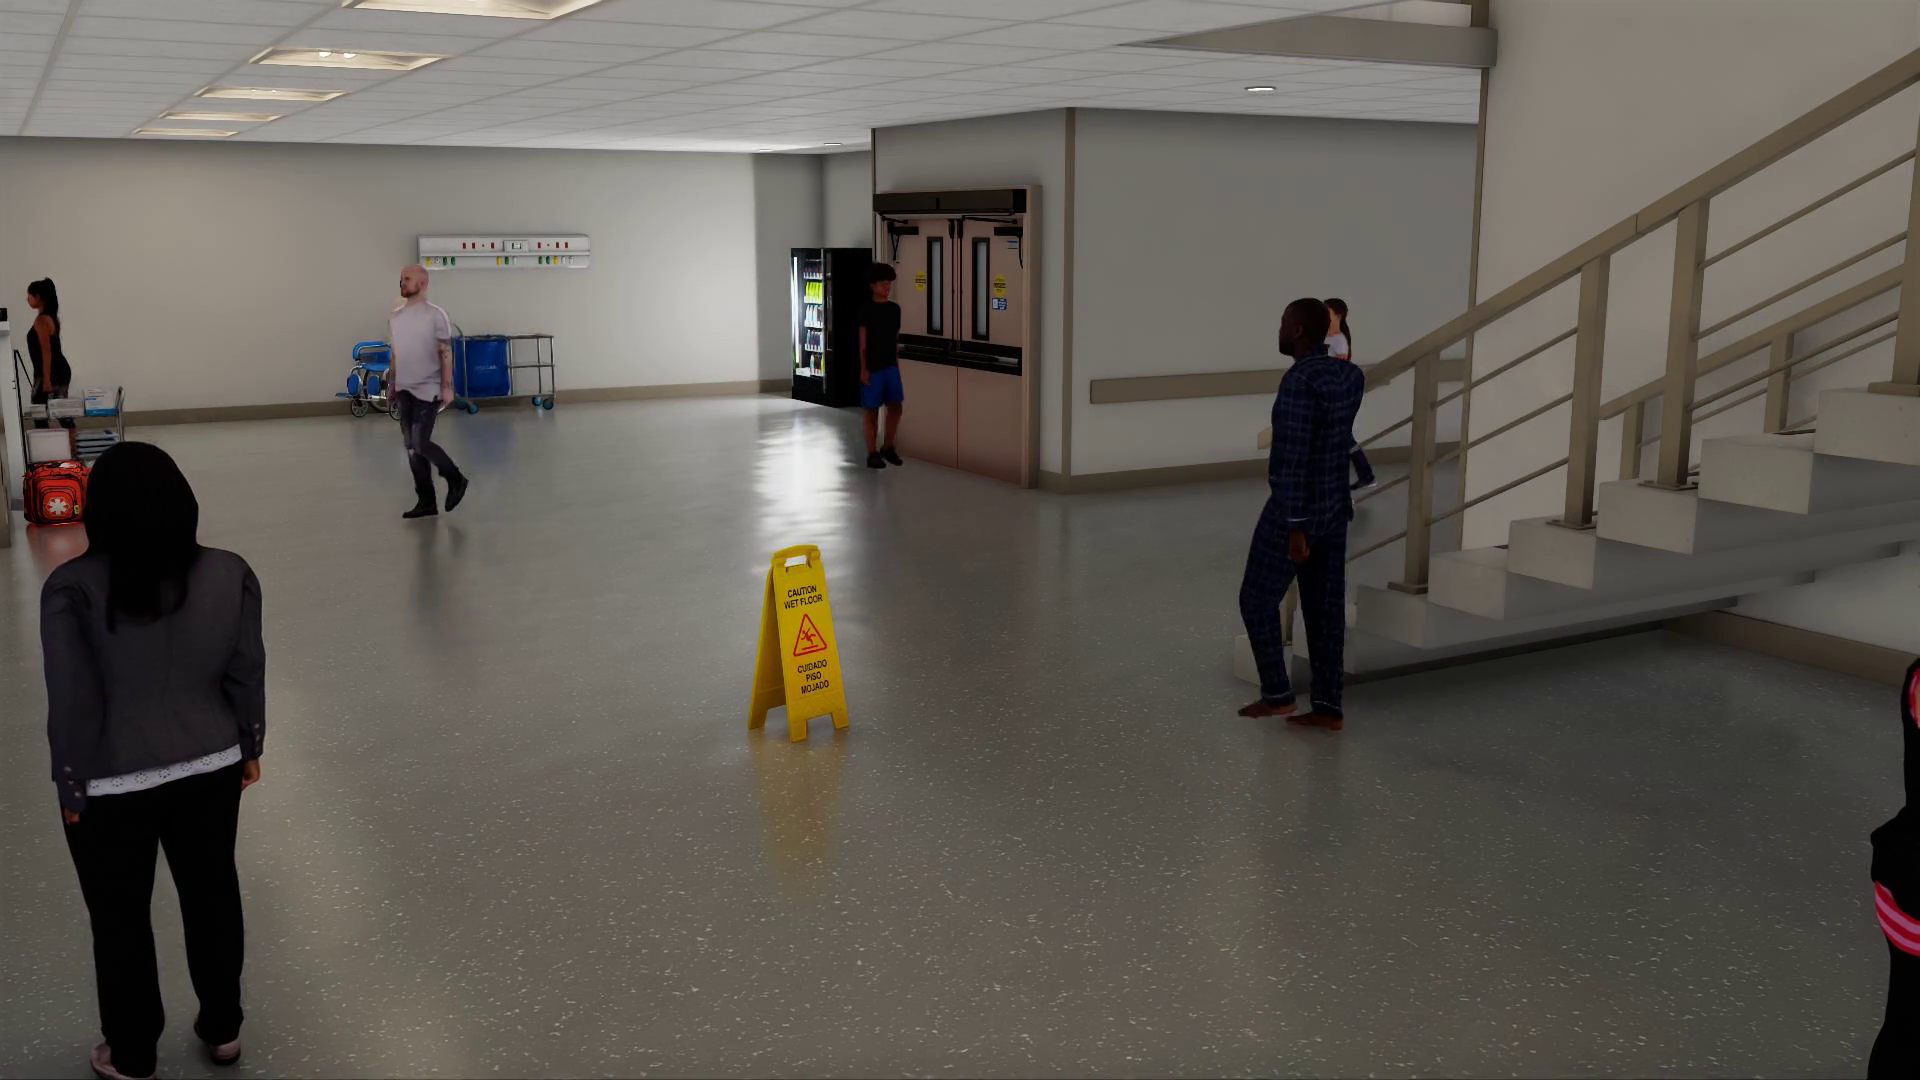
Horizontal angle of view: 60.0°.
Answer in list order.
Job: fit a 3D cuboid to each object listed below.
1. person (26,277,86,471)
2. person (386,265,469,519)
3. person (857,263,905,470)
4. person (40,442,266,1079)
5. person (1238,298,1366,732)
[{"bbox_3d":[-7.750,-1.416,14.300,0.766,1.664,0.741,-3,11,-13],"label":"person"},{"bbox_3d":[-3.849,-1.074,12.082,0.826,1.818,0.881,7,13,32],"label":"person"},{"bbox_3d":[-0.757,-1.504,14.451,0.603,1.780,0.588,-5,12,-27],"label":"person"},{"bbox_3d":[-1.982,0.553,4.095,0.750,1.599,0.746,10,15,42],"label":"person"},{"bbox_3d":[1.523,-0.087,6.901,0.746,1.811,0.743,-10,14,-41],"label":"person"}]
